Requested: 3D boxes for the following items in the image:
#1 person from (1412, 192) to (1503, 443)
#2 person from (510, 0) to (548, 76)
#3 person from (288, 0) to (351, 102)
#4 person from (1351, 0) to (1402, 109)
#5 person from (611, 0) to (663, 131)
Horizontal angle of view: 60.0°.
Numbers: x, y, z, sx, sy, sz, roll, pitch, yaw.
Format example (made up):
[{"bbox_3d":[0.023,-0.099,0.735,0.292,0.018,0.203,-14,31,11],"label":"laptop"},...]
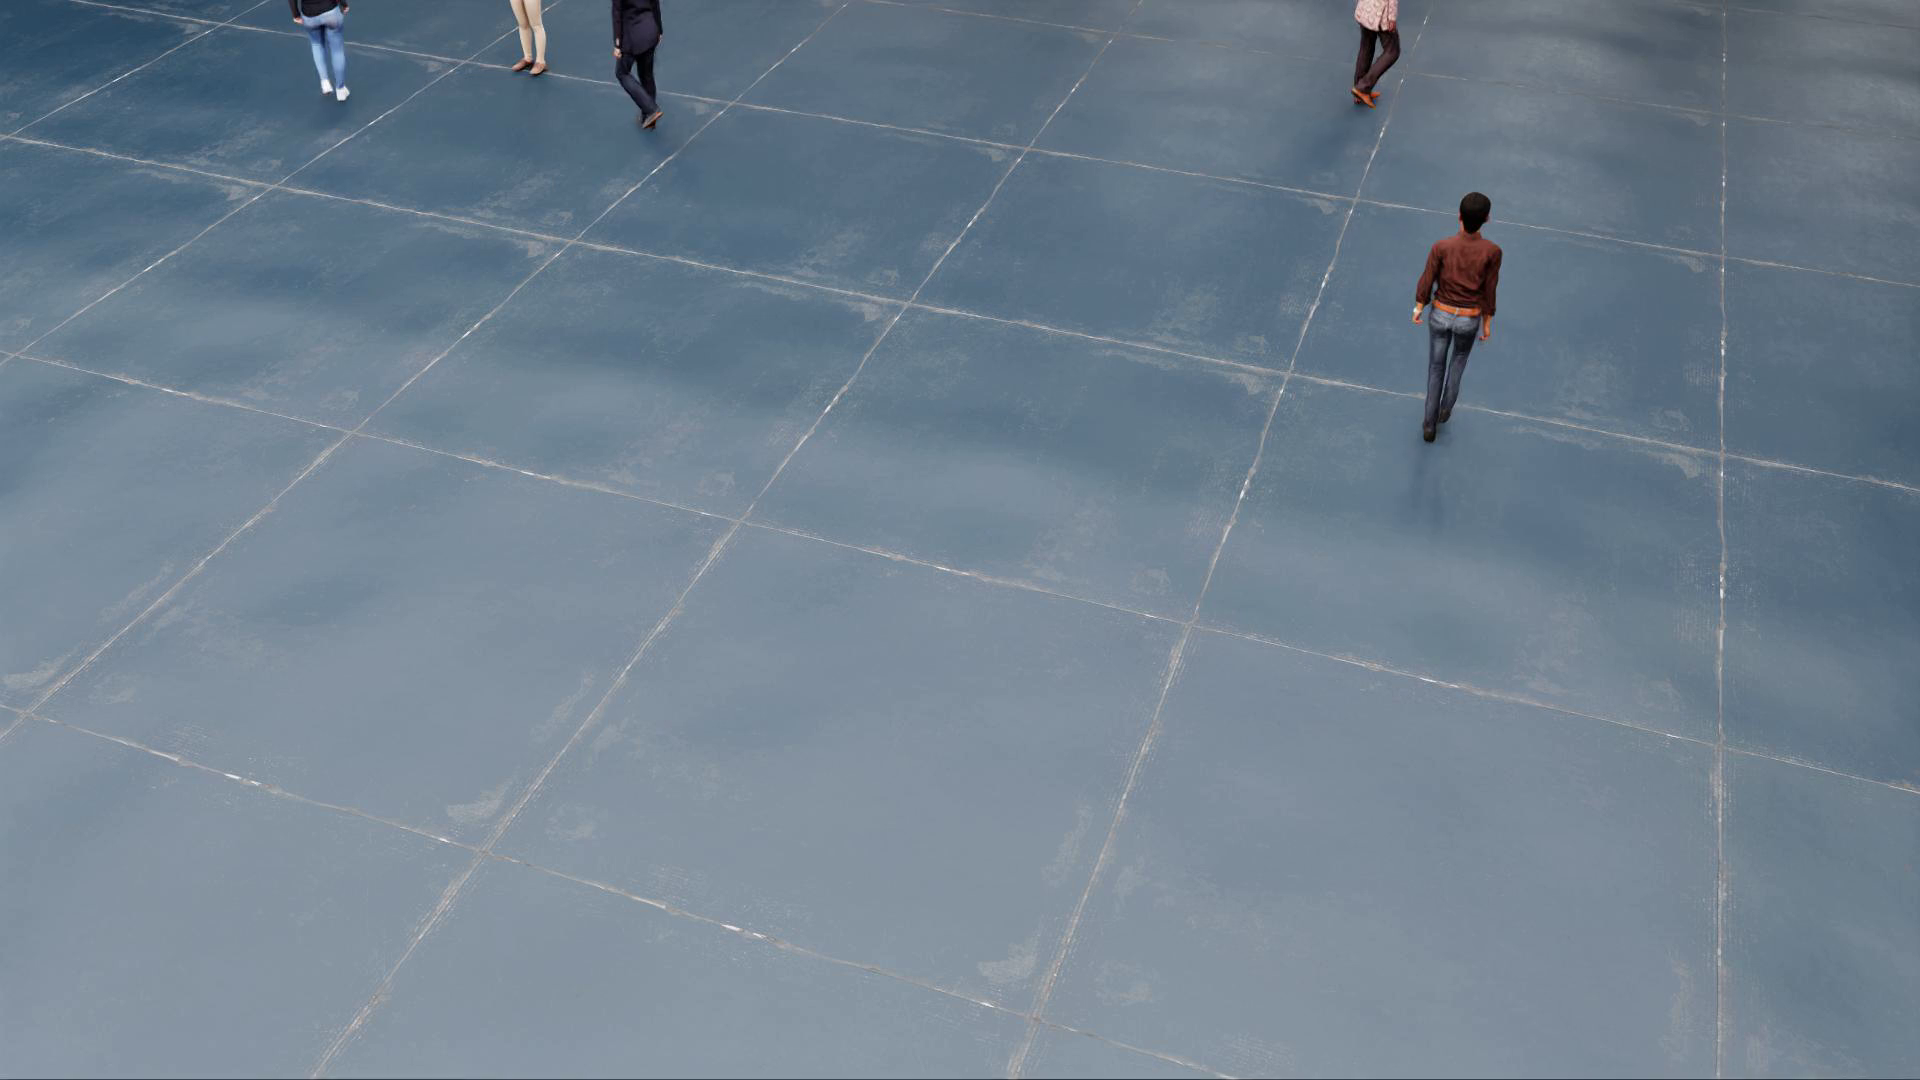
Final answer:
[{"bbox_3d":[3.282,-1.415,11.037,0.704,1.763,0.661,9,39,11],"label":"person"},{"bbox_3d":[-4.254,-5.416,16.240,0.618,1.652,0.566,13,40,16],"label":"person"},{"bbox_3d":[-6.000,-4.909,15.617,0.747,1.624,0.759,-6,38,-8],"label":"person"},{"bbox_3d":[3.830,-4.892,15.454,0.931,1.796,0.875,-17,41,-21],"label":"person"},{"bbox_3d":[-2.881,-4.535,14.994,0.861,1.802,0.928,-31,48,-33],"label":"person"}]
